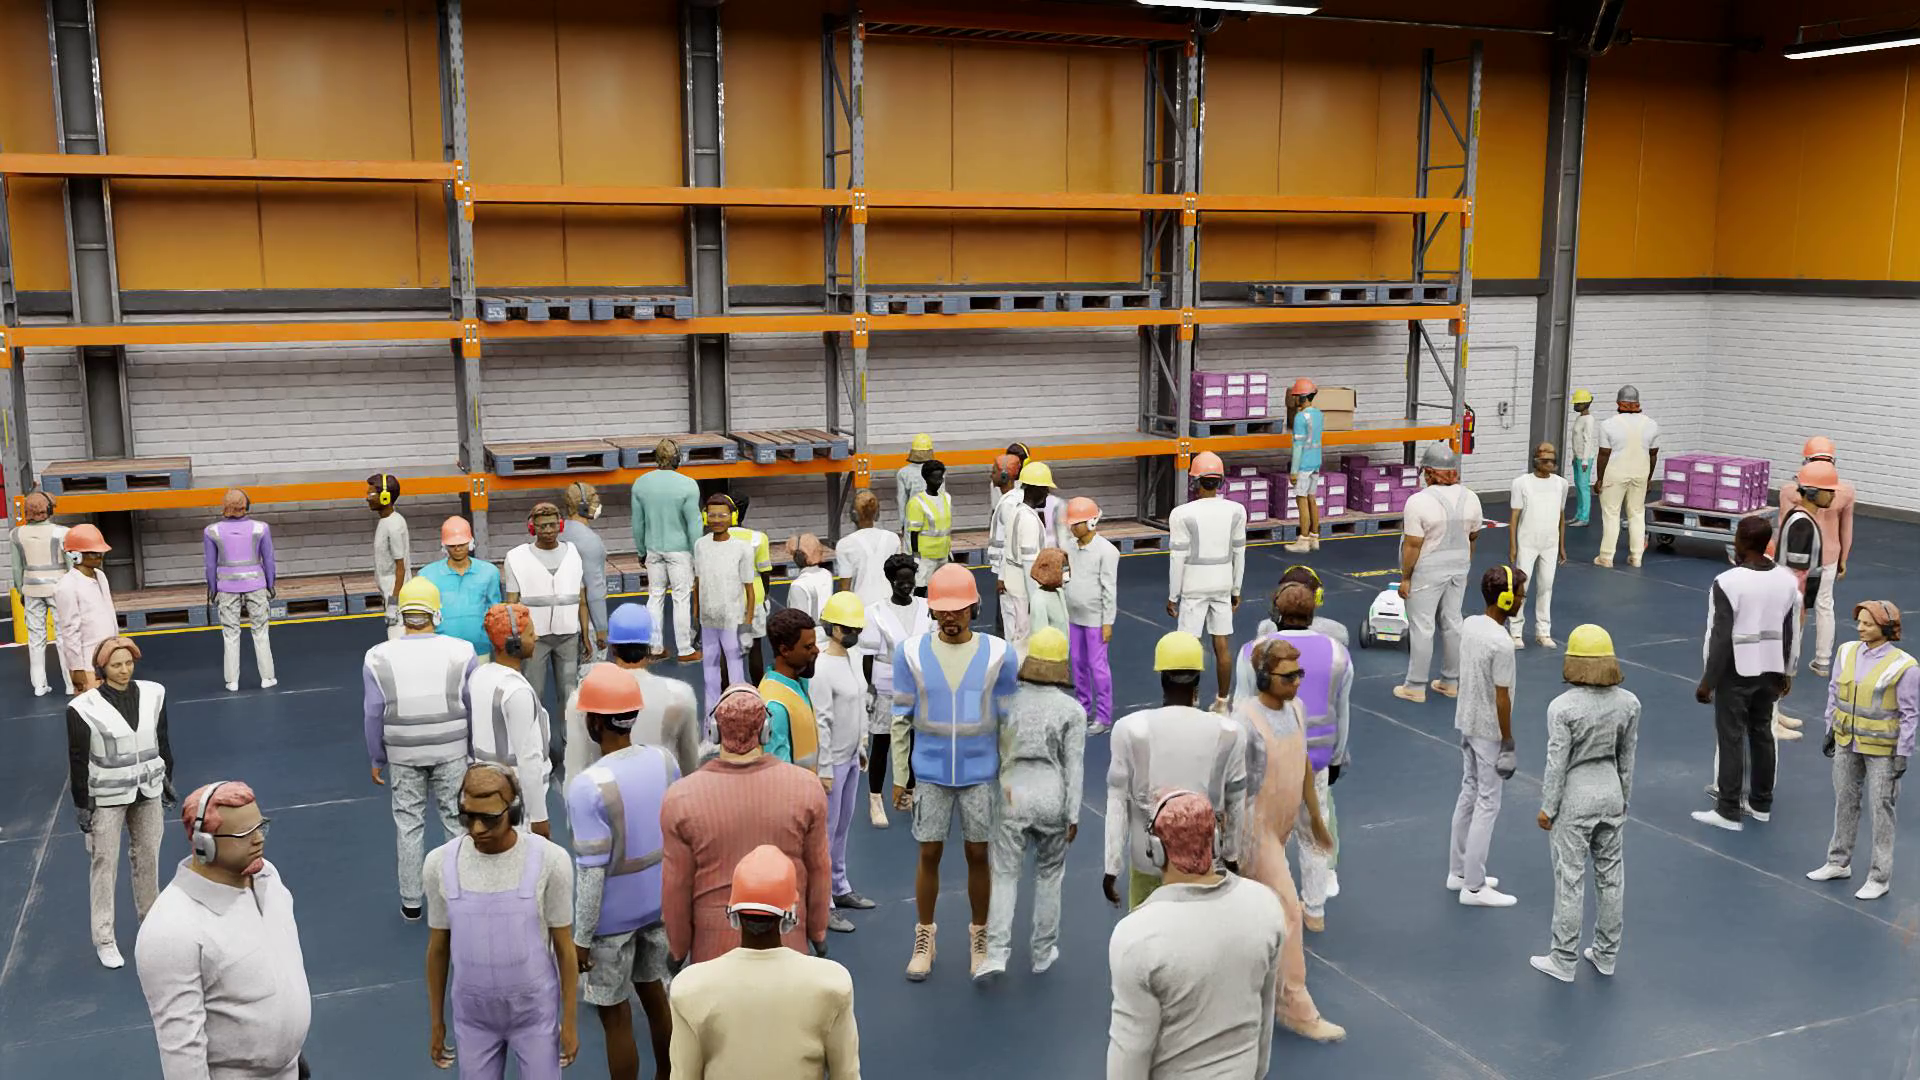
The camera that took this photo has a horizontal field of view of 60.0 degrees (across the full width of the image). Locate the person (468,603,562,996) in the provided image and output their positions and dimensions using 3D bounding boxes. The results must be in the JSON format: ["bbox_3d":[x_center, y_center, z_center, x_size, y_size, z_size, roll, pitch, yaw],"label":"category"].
[{"bbox_3d":[-2.087,1.224,7.819,0.355,1.883,0.573,-8,12,-38],"label":"person"}]

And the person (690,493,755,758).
[{"bbox_3d":[-1.646,0.602,11.428,0.508,1.875,0.329,5,11,25],"label":"person"}]

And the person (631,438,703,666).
[{"bbox_3d":[-2.467,0.105,14.103,0.633,1.938,0.356,3,10,18],"label":"person"}]

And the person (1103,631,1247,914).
[{"bbox_3d":[0.920,1.319,7.237,0.621,1.883,0.878,0,10,0],"label":"person"}]

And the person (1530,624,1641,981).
[{"bbox_3d":[3.008,1.260,8.021,0.485,1.740,0.303,-3,10,-15],"label":"person"}]

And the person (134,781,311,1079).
[{"bbox_3d":[-2.219,1.672,5.168,0.410,1.908,0.643,1,10,4],"label":"person"}]

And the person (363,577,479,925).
[{"bbox_3d":[-2.787,1.101,8.704,0.595,1.819,0.403,-3,10,-15],"label":"person"}]

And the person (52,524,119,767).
[{"bbox_3d":[-5.656,0.758,10.870,0.332,1.750,0.573,-1,10,-5],"label":"person"}]

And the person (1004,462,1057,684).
[{"bbox_3d":[0.537,0.359,12.704,0.395,1.918,0.586,-1,10,-4],"label":"person"}]

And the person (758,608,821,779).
[{"bbox_3d":[-0.796,1.247,7.579,0.376,1.917,0.600,0,10,-1],"label":"person"}]

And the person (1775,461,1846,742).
[{"bbox_3d":[6.051,0.435,11.972,0.446,2.030,0.619,5,11,26],"label":"person"}]

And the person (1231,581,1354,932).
[{"bbox_3d":[1.690,1.128,8.542,0.632,1.834,0.432,-2,10,-10],"label":"person"}]

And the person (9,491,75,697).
[{"bbox_3d":[-7.167,0.431,13.084,0.513,1.641,0.307,0,10,-3],"label":"person"}]

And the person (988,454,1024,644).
[{"bbox_3d":[0.390,0.238,13.494,0.354,1.883,0.572,1,10,8],"label":"person"}]

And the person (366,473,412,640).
[{"bbox_3d":[-4.250,0.431,12.416,0.328,1.873,0.520,-4,11,-22],"label":"person"}]

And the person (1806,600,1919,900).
[{"bbox_3d":[4.944,1.129,9.065,0.306,1.639,0.524,-4,11,-21],"label":"person"}]

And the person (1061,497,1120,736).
[{"bbox_3d":[0.914,0.545,12.144,0.349,1.739,0.575,-7,12,-35],"label":"person"}]

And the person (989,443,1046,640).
[{"bbox_3d":[0.503,0.078,14.476,0.513,1.866,0.331,2,10,11],"label":"person"}]

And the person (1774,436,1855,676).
[{"bbox_3d":[7.027,0.137,13.752,0.625,1.992,0.389,0,10,2],"label":"person"}]

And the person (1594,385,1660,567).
[{"bbox_3d":[7.382,-0.719,18.553,0.688,2.000,0.536,-1,10,-4],"label":"person"}]

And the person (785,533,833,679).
[{"bbox_3d":[-1.000,0.761,11.179,0.311,1.639,0.523,3,10,19],"label":"person"}]

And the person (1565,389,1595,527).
[{"bbox_3d":[7.922,-1.043,21.246,0.340,1.761,0.524,1,10,6],"label":"person"}]

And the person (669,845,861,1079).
[{"bbox_3d":[-0.584,1.772,5.026,0.574,1.749,0.337,-1,10,-6],"label":"person"}]

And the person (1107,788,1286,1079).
[{"bbox_3d":[0.678,1.689,5.092,0.643,1.902,0.399,-7,12,-33],"label":"person"}]

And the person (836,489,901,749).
[{"bbox_3d":[-0.653,0.558,11.761,0.506,1.847,0.344,-6,11,-30],"label":"person"}]

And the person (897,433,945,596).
[{"bbox_3d":[-0.367,-0.172,16.264,0.487,1.744,0.294,2,10,13],"label":"person"}]

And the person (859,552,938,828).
[{"bbox_3d":[-0.360,0.908,10.173,0.540,1.695,0.317,-5,11,-27],"label":"person"}]

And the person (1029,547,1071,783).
[{"bbox_3d":[0.581,0.850,10.690,0.285,1.633,0.498,3,10,17],"label":"person"}]

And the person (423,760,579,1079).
[{"bbox_3d":[-1.553,1.625,5.655,0.510,1.836,0.357,0,10,0],"label":"person"}]

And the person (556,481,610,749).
[{"bbox_3d":[-2.604,0.557,11.499,0.371,1.941,0.627,-8,13,-38],"label":"person"}]

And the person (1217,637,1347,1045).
[{"bbox_3d":[1.359,1.304,7.614,0.959,1.806,0.522,8,13,40],"label":"person"}]

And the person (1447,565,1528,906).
[{"bbox_3d":[2.841,1.047,8.929,0.346,1.857,0.523,-1,10,-8],"label":"person"}]

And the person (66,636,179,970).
[{"bbox_3d":[-4.130,1.273,8.233,0.310,1.638,0.523,6,12,32],"label":"person"}]

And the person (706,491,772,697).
[{"bbox_3d":[-1.693,0.470,12.690,0.530,1.697,0.321,0,10,-1],"label":"person"}]

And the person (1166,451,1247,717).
[{"bbox_3d":[1.807,0.362,12.325,0.607,2.044,0.375,-3,10,-18],"label":"person"}]

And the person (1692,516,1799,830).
[{"bbox_3d":[4.811,0.814,10.155,0.636,1.904,0.396,-4,10,-20],"label":"person"}]

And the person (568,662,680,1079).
[{"bbox_3d":[-1.331,1.428,6.483,0.364,1.935,0.553,6,11,29],"label":"person"}]

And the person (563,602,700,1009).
[{"bbox_3d":[-1.512,1.244,7.621,0.655,1.926,0.509,-3,10,-14],"label":"person"}]

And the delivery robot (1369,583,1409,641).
[{"bbox_3d":[3.864,0.623,14.829,0.477,0.478,0.707,4,10,20],"label":"delivery robot"}]

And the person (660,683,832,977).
[{"bbox_3d":[-0.801,1.478,6.283,0.636,1.911,0.405,-2,10,-13],"label":"person"}]

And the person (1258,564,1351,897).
[{"bbox_3d":[1.841,1.031,9.035,0.582,1.861,0.397,4,10,20],"label":"person"}]

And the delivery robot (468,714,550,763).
[{"bbox_3d":[-3.110,1.280,11.047,0.707,0.478,0.477,-6,11,-30],"label":"delivery robot"}]

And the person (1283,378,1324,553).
[{"bbox_3d":[4.015,-0.871,19.459,0.405,2.034,0.608,7,12,35],"label":"person"}]

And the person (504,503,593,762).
[{"bbox_3d":[-2.763,0.656,11.196,0.566,1.846,0.387,-6,11,-30],"label":"person"}]

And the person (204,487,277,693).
[{"bbox_3d":[-5.723,0.400,13.262,0.517,1.641,0.308,-4,10,-20],"label":"person"}]

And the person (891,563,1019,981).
[{"bbox_3d":[-0.027,1.115,7.981,0.615,2.042,0.374,0,10,2],"label":"person"}]

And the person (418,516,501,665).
[{"bbox_3d":[-3.348,0.704,11.182,0.560,1.752,0.326,-4,11,-23],"label":"person"}]

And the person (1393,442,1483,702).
[{"bbox_3d":[3.684,0.241,13.027,0.684,2.000,0.538,-4,11,-24],"label":"person"}]

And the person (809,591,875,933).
[{"bbox_3d":[-0.618,1.135,8.672,0.314,1.767,0.524,3,10,18],"label":"person"}]

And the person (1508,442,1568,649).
[{"bbox_3d":[5.094,0.054,14.667,0.513,1.843,0.334,-1,10,-4],"label":"person"}]

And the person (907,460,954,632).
[{"bbox_3d":[-0.250,0.152,14.656,0.317,1.651,0.540,8,13,39],"label":"person"}]

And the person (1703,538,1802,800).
[{"bbox_3d":[5.013,0.809,10.574,0.561,1.752,0.327,2,10,11],"label":"person"}]

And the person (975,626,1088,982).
[{"bbox_3d":[0.345,1.285,7.994,0.504,1.699,0.684,2,10,13],"label":"person"}]
